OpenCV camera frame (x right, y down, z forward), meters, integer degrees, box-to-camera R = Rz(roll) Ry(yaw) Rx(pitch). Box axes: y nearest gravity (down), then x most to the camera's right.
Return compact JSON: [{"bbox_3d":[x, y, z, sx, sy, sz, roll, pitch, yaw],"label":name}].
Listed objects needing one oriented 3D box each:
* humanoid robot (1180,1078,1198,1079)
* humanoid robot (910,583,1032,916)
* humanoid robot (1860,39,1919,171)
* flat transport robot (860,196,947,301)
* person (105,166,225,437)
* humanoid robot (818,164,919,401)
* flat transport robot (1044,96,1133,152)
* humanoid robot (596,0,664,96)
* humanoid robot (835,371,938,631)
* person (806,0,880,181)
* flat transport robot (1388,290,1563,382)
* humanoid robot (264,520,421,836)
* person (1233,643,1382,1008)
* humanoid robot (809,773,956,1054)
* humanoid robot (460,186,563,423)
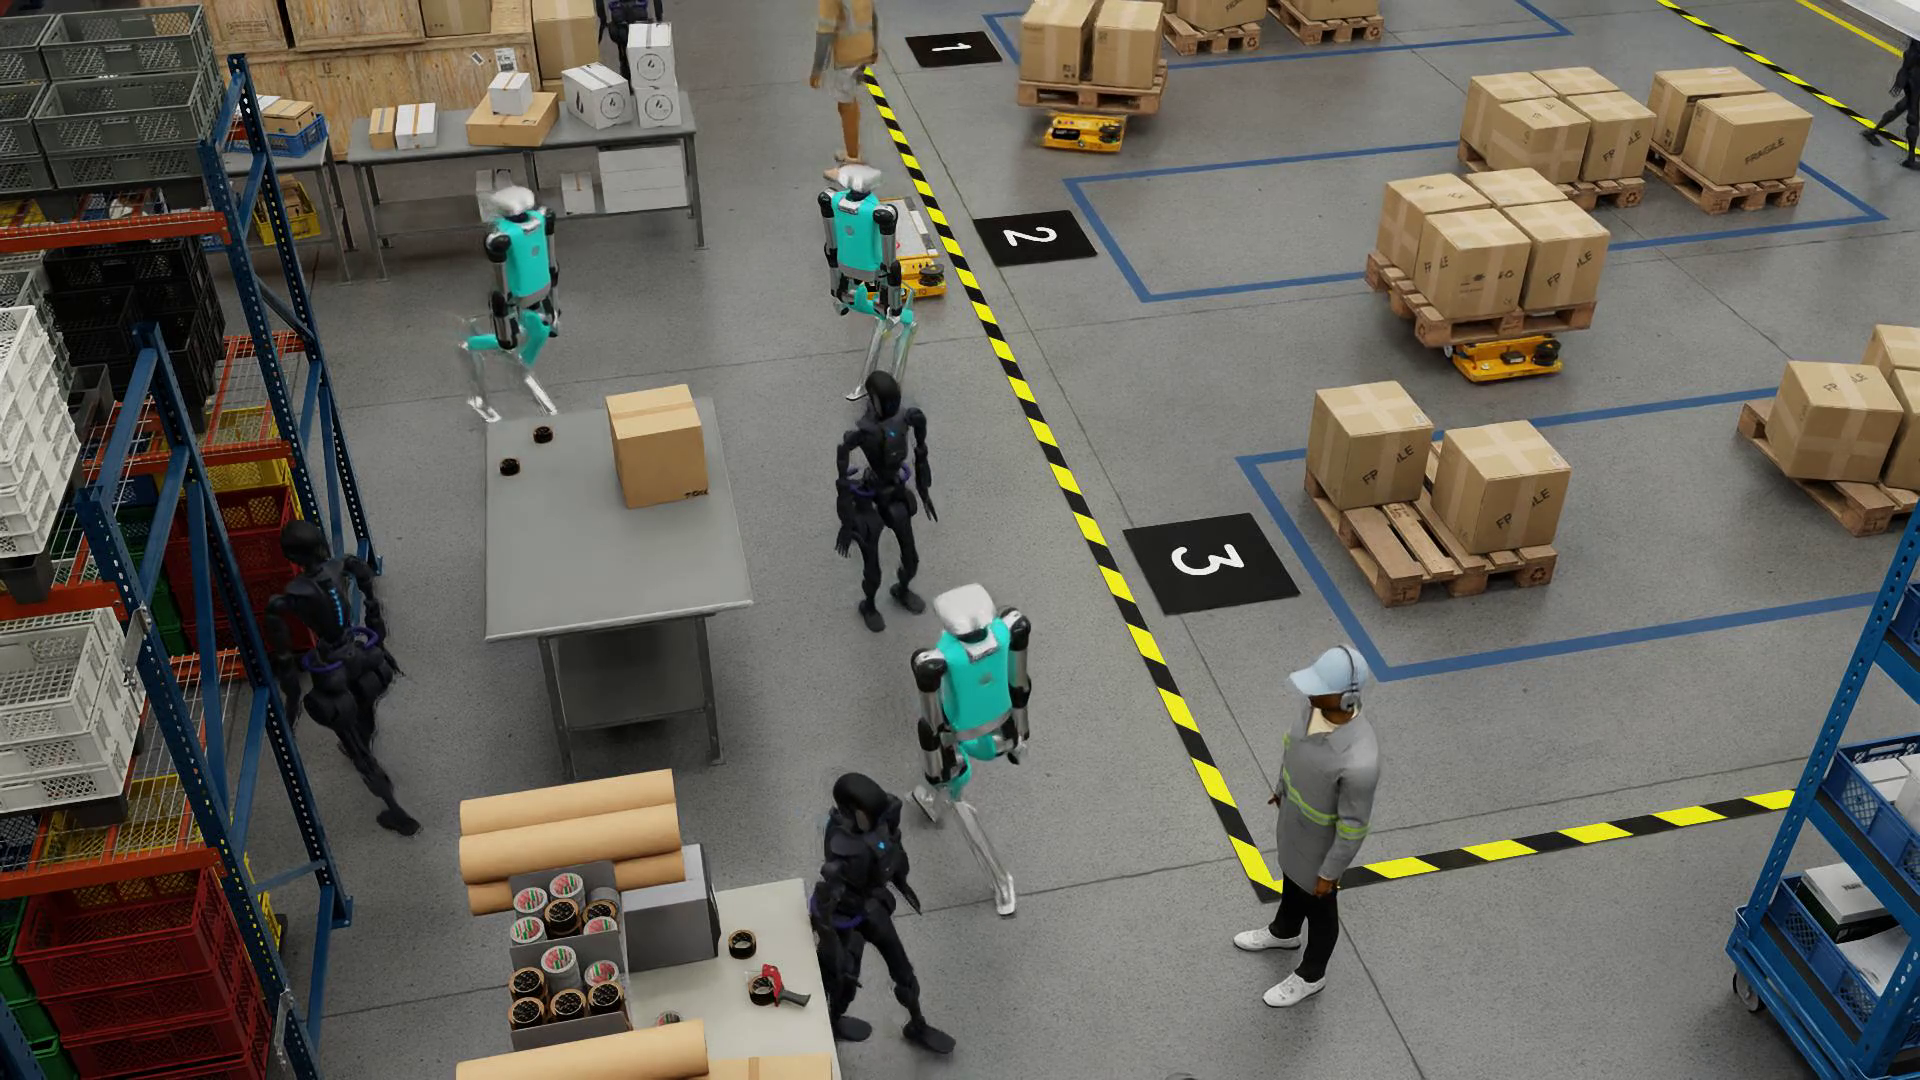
[{"bbox_3d":[0.657,2.258,5.334,0.411,1.640,0.602,28,45,32],"label":"humanoid robot"},{"bbox_3d":[-0.072,0.790,7.298,0.579,1.773,0.991,-20,41,-25],"label":"humanoid robot"},{"bbox_3d":[7.961,-3.912,13.686,0.609,1.614,0.828,-13,39,-17],"label":"humanoid robot"},{"bbox_3d":[-0.570,-2.220,12.538,0.659,0.231,1.431,-8,37,-10],"label":"flat transport robot"},{"bbox_3d":[-4.928,-1.480,10.236,0.331,1.836,0.505,-29,46,-33],"label":"person"},{"bbox_3d":[-0.483,-1.629,10.398,0.533,1.680,0.735,20,41,25],"label":"humanoid robot"},{"bbox_3d":[1.162,-3.814,14.656,0.652,0.197,1.431,6,37,8],"label":"flat transport robot"},{"bbox_3d":[-2.867,-4.564,14.522,0.613,1.631,0.697,-5,37,-6],"label":"humanoid robot"},{"bbox_3d":[-0.406,-0.202,8.649,0.590,1.632,0.395,-23,43,-28],"label":"humanoid robot"},{"bbox_3d":[-0.954,-3.885,13.308,0.494,2.016,0.724,20,41,25],"label":"person"},{"bbox_3d":[3.576,-1.575,11.648,0.652,0.197,1.431,-8,37,-10],"label":"flat transport robot"},{"bbox_3d":[-2.834,0.607,7.595,0.751,1.627,0.583,22,42,27],"label":"humanoid robot"},{"bbox_3d":[1.408,1.142,6.693,0.369,1.853,0.588,-8,37,-11],"label":"person"},{"bbox_3d":[-0.348,1.470,6.408,0.636,1.634,0.595,18,40,23],"label":"humanoid robot"},{"bbox_3d":[-2.841,-1.391,10.233,1.020,1.775,0.530,19,41,23],"label":"humanoid robot"}]
